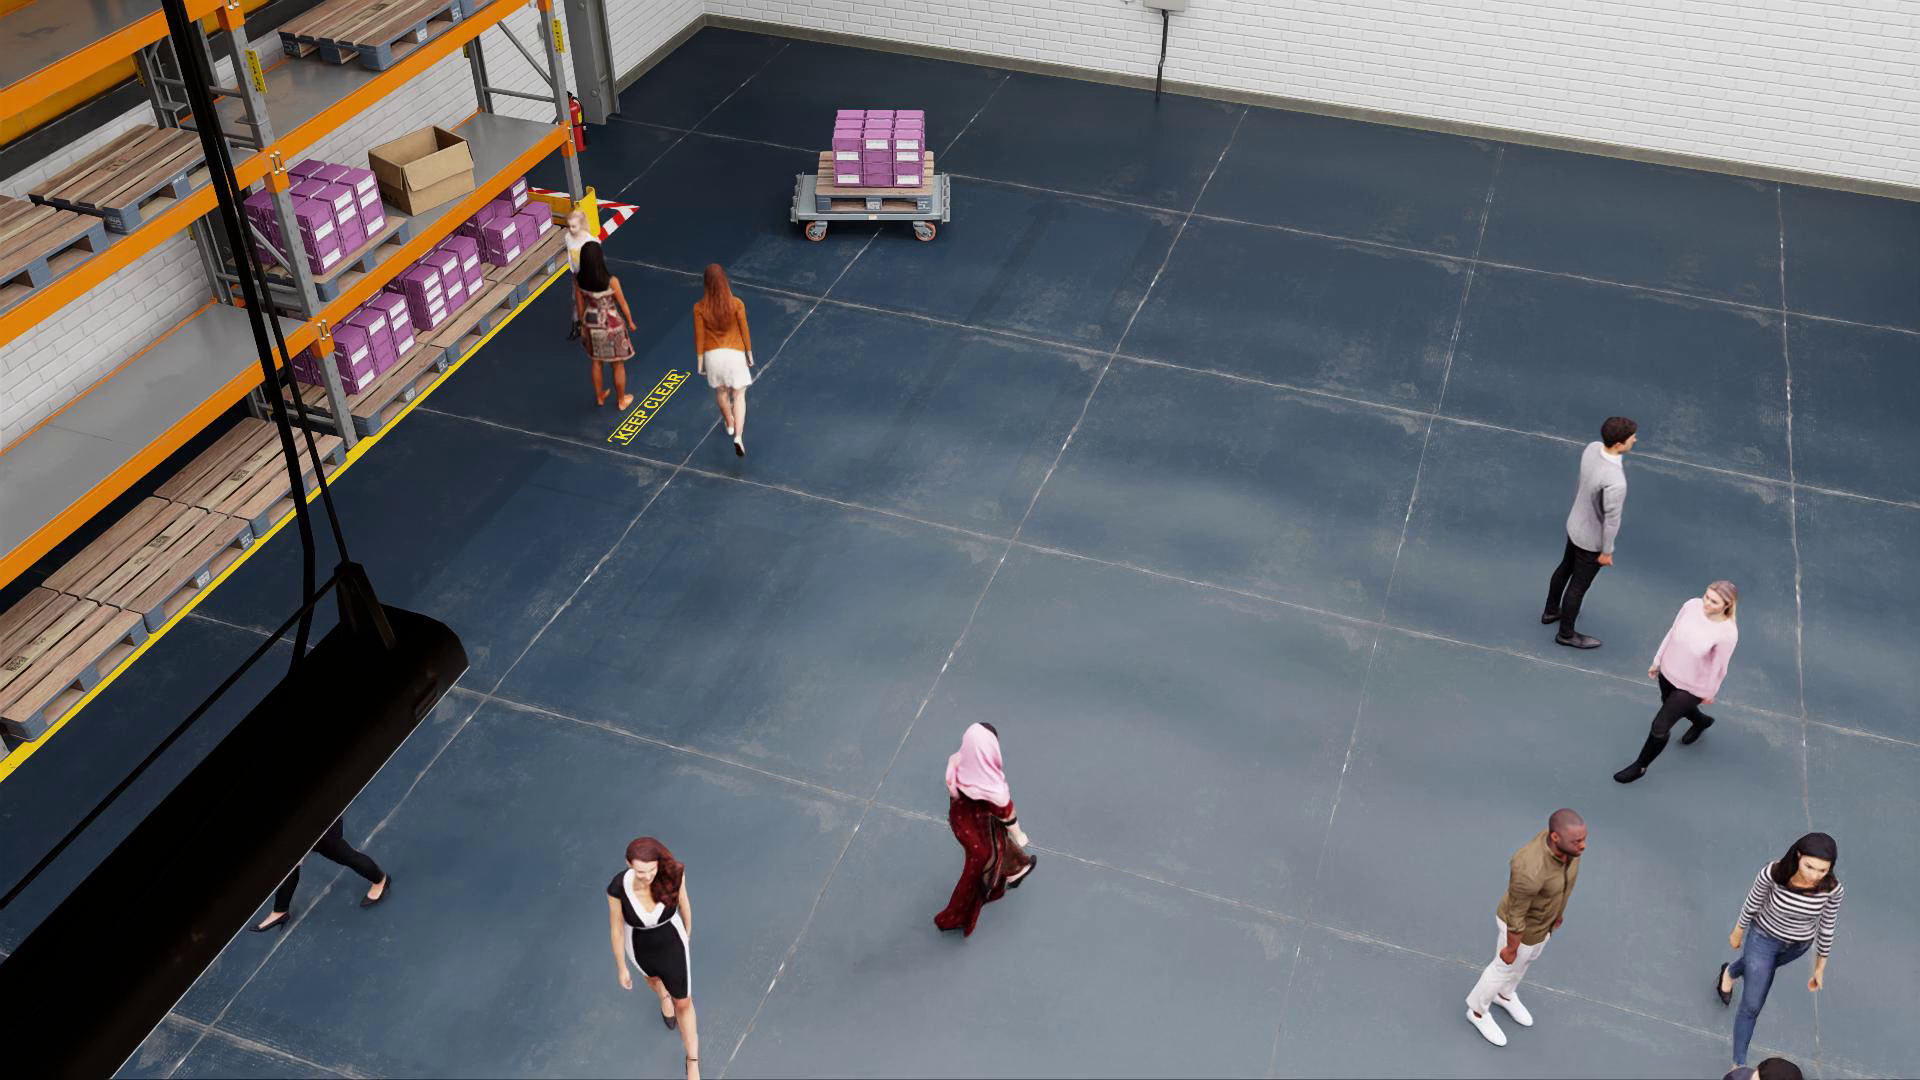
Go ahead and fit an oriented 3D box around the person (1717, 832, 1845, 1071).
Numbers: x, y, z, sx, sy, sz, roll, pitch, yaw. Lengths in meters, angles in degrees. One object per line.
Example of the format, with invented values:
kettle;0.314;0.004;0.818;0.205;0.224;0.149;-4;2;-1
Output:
person;4.548;2.214;9.304;0.715;1.734;1.163;8;39;10

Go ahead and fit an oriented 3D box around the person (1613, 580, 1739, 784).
person;4.864;0.888;11.022;1.098;1.663;1.081;-14;41;-16

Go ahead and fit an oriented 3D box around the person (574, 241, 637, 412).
person;-3.095;-1.837;14.450;0.684;1.643;0.602;8;39;10

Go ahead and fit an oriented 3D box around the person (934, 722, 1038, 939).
person;0.061;1.777;9.967;1.139;1.589;1.012;-22;43;-25

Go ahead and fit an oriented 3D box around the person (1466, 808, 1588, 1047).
person;3.195;2.129;9.344;0.706;1.816;0.852;-29;47;-32

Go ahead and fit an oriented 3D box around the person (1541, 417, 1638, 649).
person;4.545;-0.080;12.025;0.888;1.923;0.733;-2;39;-2

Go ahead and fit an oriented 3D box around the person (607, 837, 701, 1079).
person;-1.720;2.201;9.293;0.945;1.768;1.093;-9;39;-11

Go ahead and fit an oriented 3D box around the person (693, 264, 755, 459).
person;-1.961;-1.475;13.952;0.869;1.697;1.089;-3;39;-3

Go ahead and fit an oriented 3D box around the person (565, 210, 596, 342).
person;-3.483;-2.539;15.637;0.548;1.258;0.819;8;39;10
